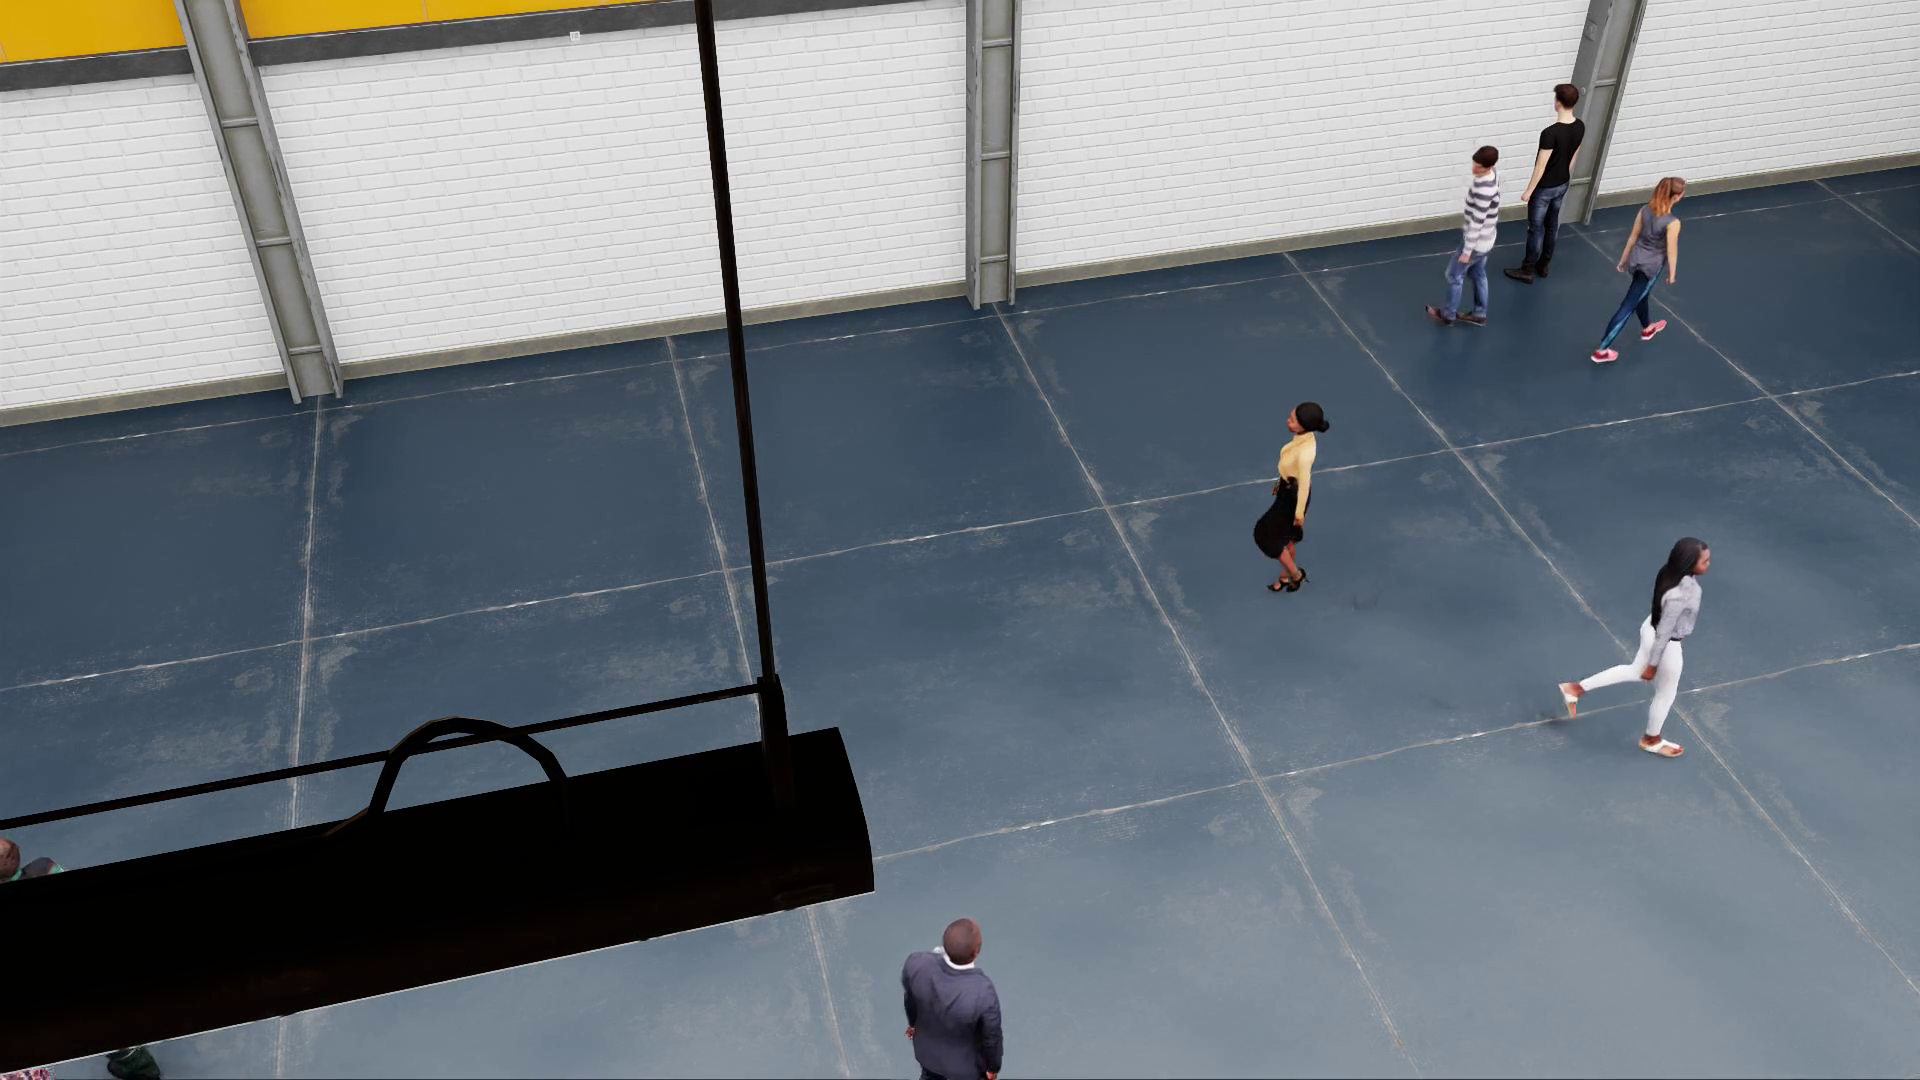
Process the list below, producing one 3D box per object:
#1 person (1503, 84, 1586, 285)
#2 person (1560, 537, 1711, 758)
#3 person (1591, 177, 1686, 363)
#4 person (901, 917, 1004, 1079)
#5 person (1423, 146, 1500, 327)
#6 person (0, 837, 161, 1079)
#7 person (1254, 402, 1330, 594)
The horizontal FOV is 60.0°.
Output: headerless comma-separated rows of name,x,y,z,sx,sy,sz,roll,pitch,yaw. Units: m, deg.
person,5.417,-3.260,15.253,0.616,1.893,0.797,-20,43,-24
person,4.340,0.648,10.512,1.142,1.704,0.990,14,41,17
person,5.758,-2.263,14.175,1.148,1.681,0.719,-17,42,-20
person,-0.068,2.512,8.093,0.995,1.809,1.050,19,42,22
person,4.522,-2.613,14.514,0.978,1.807,0.920,23,44,26
person,-4.558,2.203,8.494,1.213,1.792,0.975,7,39,9
person,2.405,-0.261,11.698,0.786,1.643,0.720,8,39,9
